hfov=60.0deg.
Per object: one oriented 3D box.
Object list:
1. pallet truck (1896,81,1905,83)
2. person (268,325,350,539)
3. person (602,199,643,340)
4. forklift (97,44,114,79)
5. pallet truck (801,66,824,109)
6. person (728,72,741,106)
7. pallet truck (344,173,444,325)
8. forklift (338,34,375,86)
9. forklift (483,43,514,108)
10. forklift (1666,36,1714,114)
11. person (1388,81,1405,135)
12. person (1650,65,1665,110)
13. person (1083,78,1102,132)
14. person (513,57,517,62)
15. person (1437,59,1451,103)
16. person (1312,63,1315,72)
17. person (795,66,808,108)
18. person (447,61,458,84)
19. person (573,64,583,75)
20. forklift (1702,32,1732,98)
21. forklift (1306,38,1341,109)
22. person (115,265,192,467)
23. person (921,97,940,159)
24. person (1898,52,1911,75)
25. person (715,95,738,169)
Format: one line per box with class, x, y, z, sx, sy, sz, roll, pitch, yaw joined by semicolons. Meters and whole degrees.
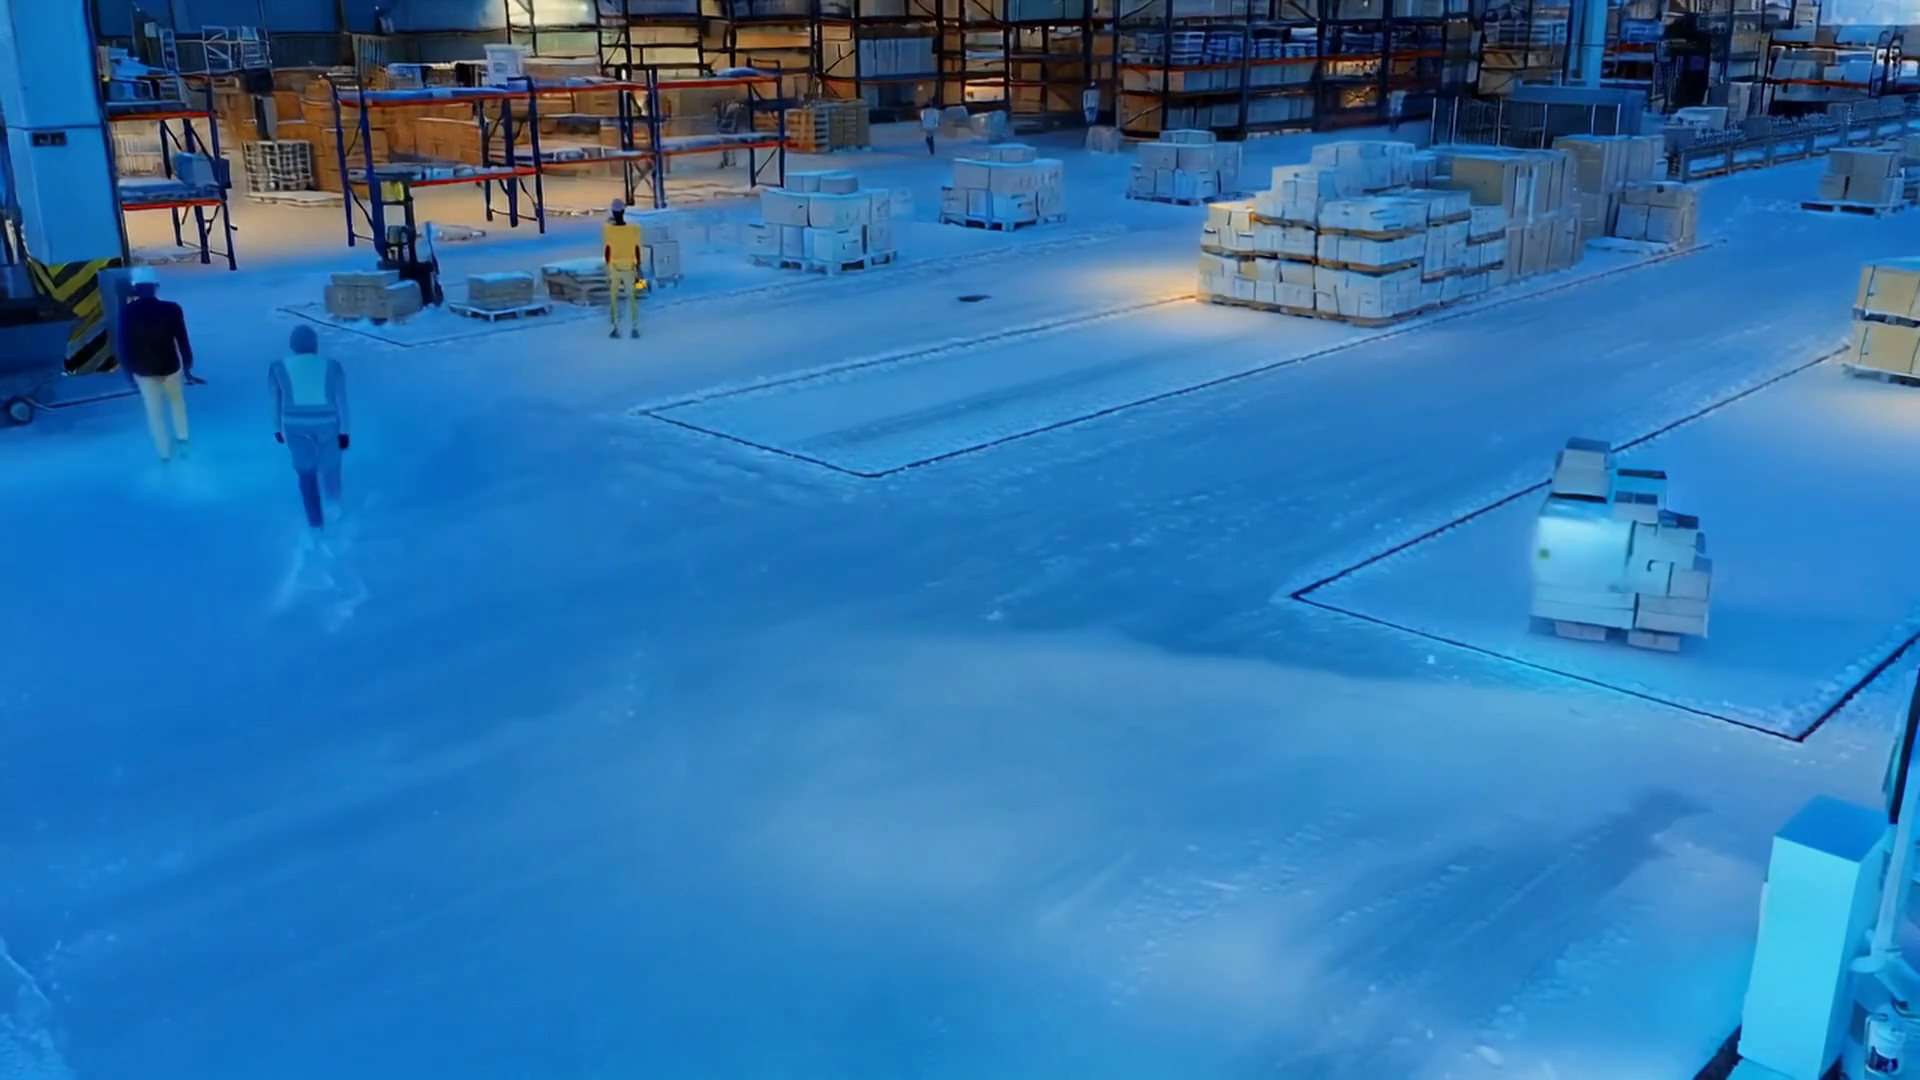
pallet truck;34.802;-16.331;61.455;0.653;1.274;1.630;17;25;41
person;-5.620;-0.973;14.409;0.624;1.791;0.954;-8;20;-23
person;-4.514;-3.612;22.241;0.521;1.873;0.334;-1;18;-4
forklift;-27.144;-14.333;52.966;1.873;2.768;1.129;-4;19;-12
pallet truck;-4.812;-15.182;56.903;0.823;1.965;1.885;-9;21;-26
person;-7.700;-15.075;56.734;0.405;1.903;0.636;-11;21;-30
pallet truck;-8.209;-4.181;23.757;0.823;1.965;1.885;3;19;9
forklift;-23.297;-18.351;65.072;1.129;2.768;1.873;17;25;41
forklift;-14.914;-14.701;54.073;1.873;2.768;1.129;17;24;41
forklift;27.341;-17.291;61.877;1.129;2.768;1.873;17;25;41
person;14.139;-13.964;53.718;0.528;1.681;0.653;16;24;40
person;27.063;-17.579;64.593;0.539;1.695;0.318;-2;18;-5
person;4.065;-13.105;50.759;0.581;1.920;0.534;6;19;17
person;-17.469;-18.043;65.614;0.366;1.938;0.630;0;18;-1
person;19.917;-18.910;68.526;0.654;1.742;0.548;-13;22;-33
person;14.964;-19.547;70.269;0.667;1.852;0.992;3;19;10
person;-5.565;-15.610;58.278;0.643;1.938;0.653;10;21;27
person;-18.485;-16.589;61.181;0.641;1.964;0.797;0;18;-1
person;-15.448;-18.477;67.476;0.536;1.592;0.876;14;23;36
forklift;30.971;-19.456;68.400;1.129;2.768;1.873;17;25;41
forklift;12.953;-16.776;60.325;1.129;2.768;1.873;17;25;41
person;-7.878;-1.701;16.323;0.622;1.979;0.464;-9;20;-26
person;-0.791;-11.394;45.999;0.534;1.670;0.782;-8;20;-23
person;43.736;-21.677;76.948;0.521;1.681;0.880;-10;21;-28
person;-6.064;-10.622;43.313;0.584;1.908;0.388;1;18;3
